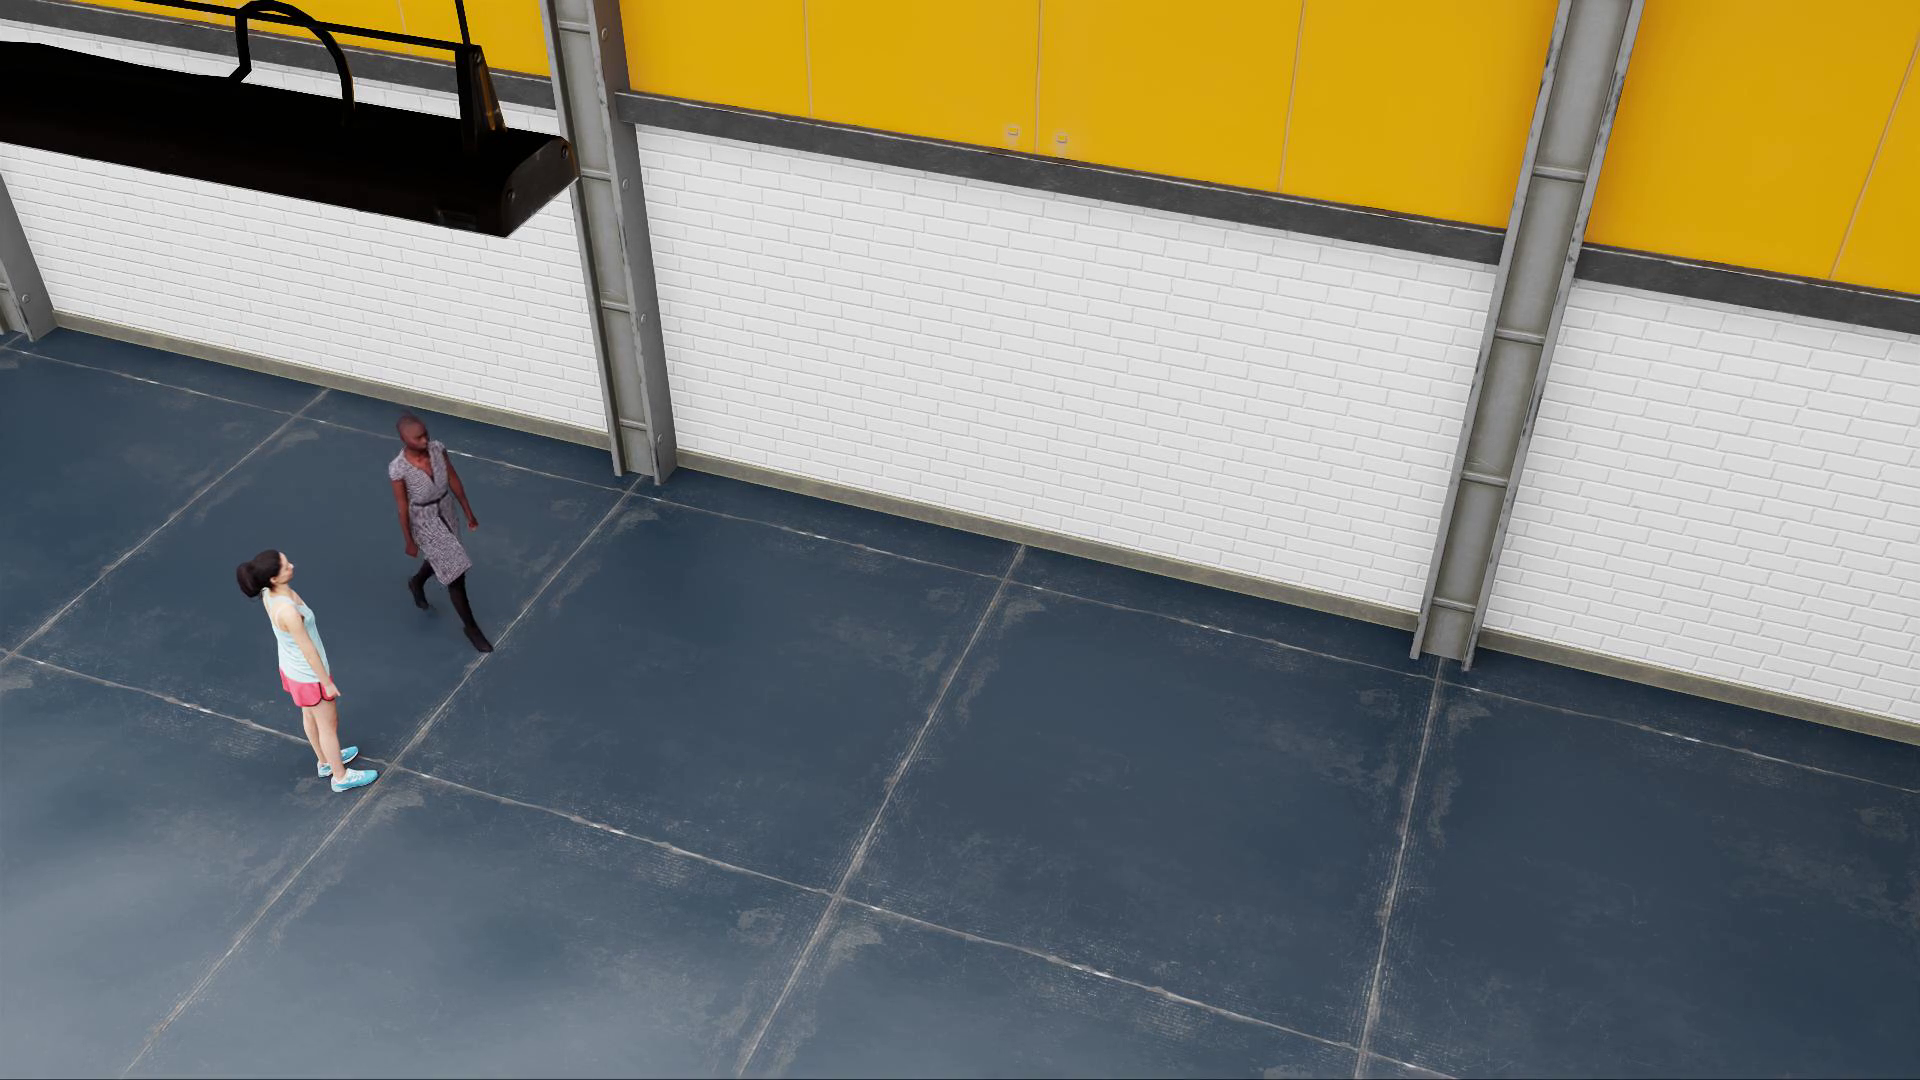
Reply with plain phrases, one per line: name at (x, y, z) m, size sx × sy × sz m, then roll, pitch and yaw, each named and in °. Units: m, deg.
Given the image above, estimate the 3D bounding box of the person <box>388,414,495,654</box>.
person at (-3.454, -0.103, 10.784) m, size 1.092 × 1.768 × 0.745 m, roll 20°, pitch 43°, yaw 23°

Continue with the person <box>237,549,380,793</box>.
person at (-3.811, 0.755, 9.711) m, size 0.748 × 1.765 × 0.666 m, roll -28°, pitch 46°, yaw -30°
